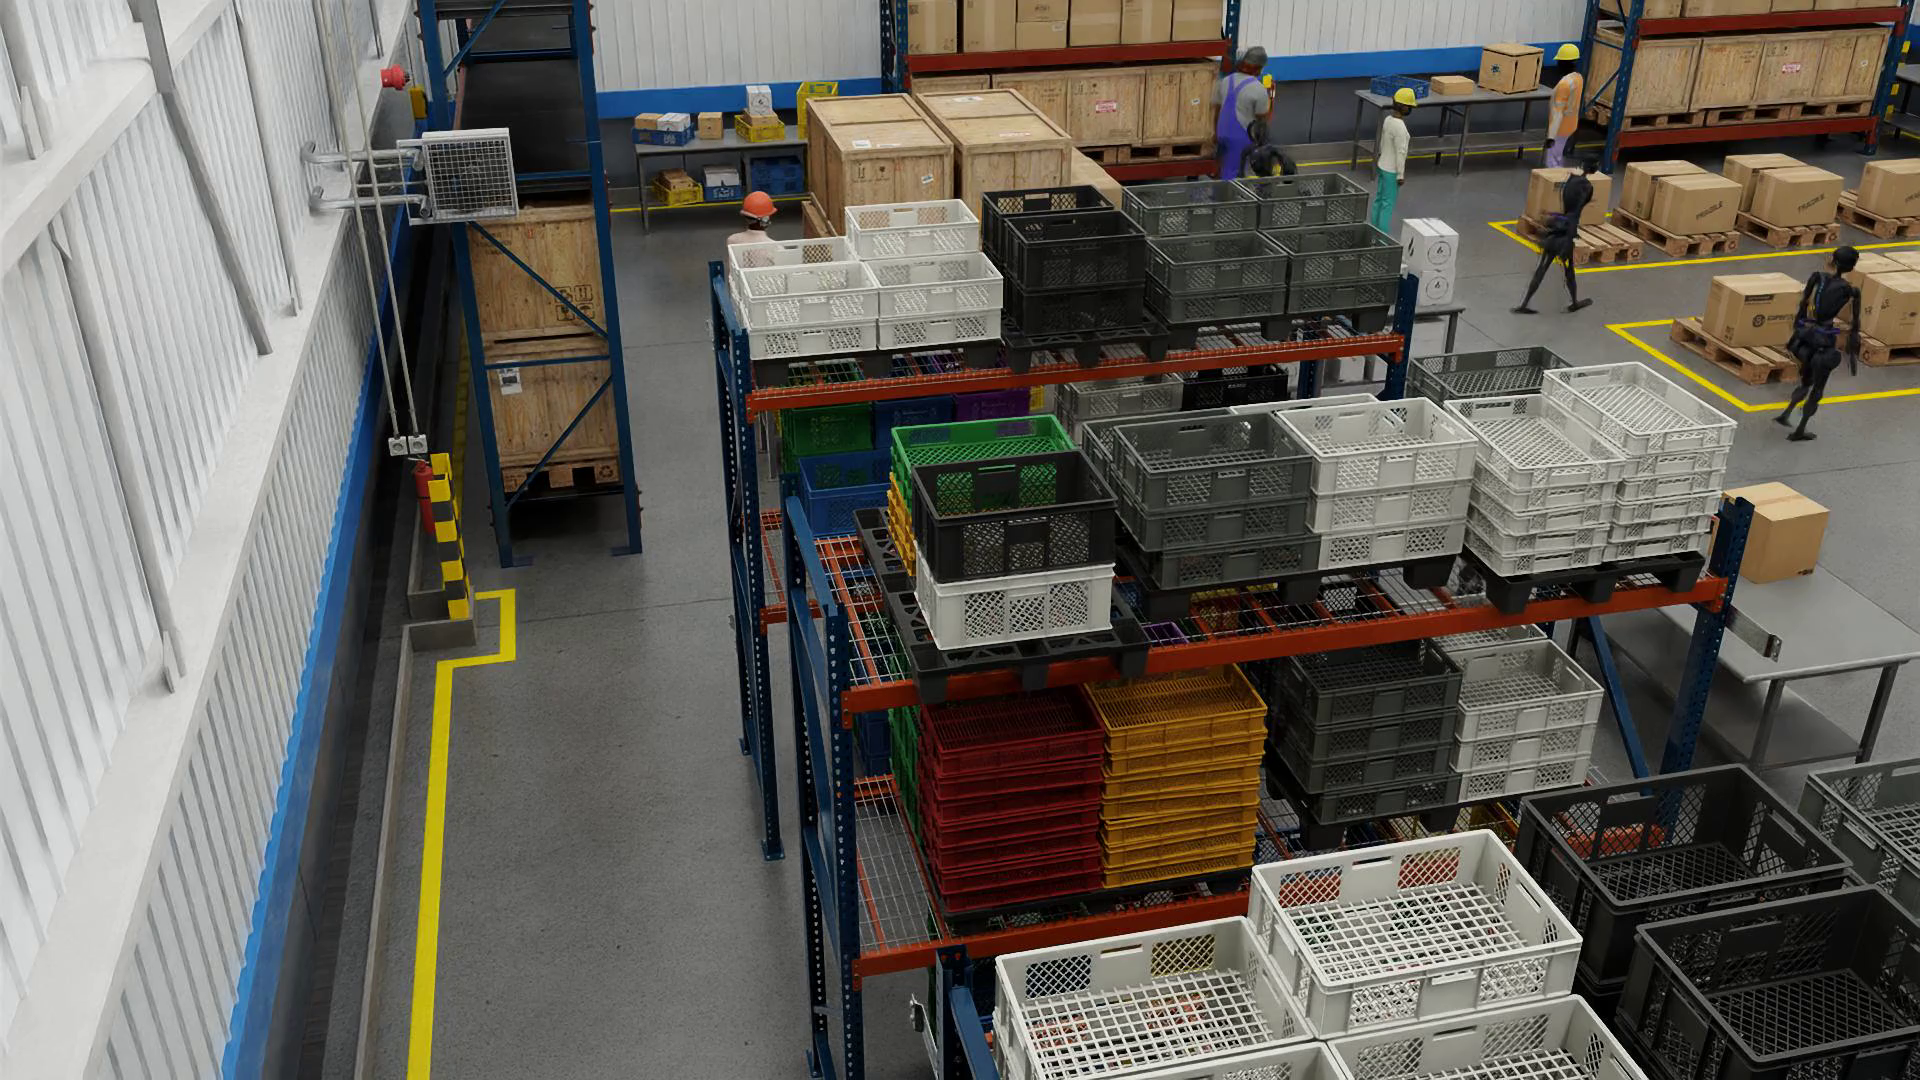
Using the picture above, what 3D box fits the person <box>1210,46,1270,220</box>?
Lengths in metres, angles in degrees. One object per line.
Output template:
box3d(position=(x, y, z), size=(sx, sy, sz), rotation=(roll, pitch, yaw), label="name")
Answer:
box3d(position=(3.263, -4.617, 18.908), size=(0.930, 2.000, 0.692), rotation=(-14, 31, -24), label="person")

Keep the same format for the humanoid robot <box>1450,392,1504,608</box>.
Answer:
box3d(position=(3.453, -0.252, 11.038), size=(0.576, 1.629, 0.448), rotation=(-8, 29, -15), label="humanoid robot")

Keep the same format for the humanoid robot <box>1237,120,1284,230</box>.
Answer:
box3d(position=(3.155, -3.519, 17.237), size=(0.574, 1.617, 0.642), rotation=(-16, 32, -28), label="humanoid robot")

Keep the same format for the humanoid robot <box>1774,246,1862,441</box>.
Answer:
box3d(position=(7.069, -1.606, 13.579), size=(0.402, 1.644, 0.600), rotation=(-9, 29, -16), label="humanoid robot")

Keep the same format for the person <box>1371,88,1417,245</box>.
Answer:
box3d(position=(4.708, -4.015, 18.066), size=(0.324, 1.760, 0.523), rotation=(-3, 28, -5), label="person")

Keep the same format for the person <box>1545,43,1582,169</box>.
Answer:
box3d(position=(6.977, -4.802, 19.391), size=(0.393, 1.919, 0.596), rotation=(16, 32, 28), label="person")

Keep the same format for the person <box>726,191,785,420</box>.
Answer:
box3d(position=(-1.635, -1.912, 13.825), size=(0.610, 1.994, 0.380), rotation=(15, 31, 26), label="person")

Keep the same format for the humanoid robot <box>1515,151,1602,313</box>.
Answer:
box3d(position=(5.908, -2.988, 16.270), size=(0.785, 1.602, 0.548), rotation=(-2, 28, -4), label="humanoid robot")

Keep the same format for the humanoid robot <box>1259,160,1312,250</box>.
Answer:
box3d(position=(3.049, -2.802, 15.847), size=(0.571, 1.652, 0.317), rotation=(5, 28, 9), label="humanoid robot")
